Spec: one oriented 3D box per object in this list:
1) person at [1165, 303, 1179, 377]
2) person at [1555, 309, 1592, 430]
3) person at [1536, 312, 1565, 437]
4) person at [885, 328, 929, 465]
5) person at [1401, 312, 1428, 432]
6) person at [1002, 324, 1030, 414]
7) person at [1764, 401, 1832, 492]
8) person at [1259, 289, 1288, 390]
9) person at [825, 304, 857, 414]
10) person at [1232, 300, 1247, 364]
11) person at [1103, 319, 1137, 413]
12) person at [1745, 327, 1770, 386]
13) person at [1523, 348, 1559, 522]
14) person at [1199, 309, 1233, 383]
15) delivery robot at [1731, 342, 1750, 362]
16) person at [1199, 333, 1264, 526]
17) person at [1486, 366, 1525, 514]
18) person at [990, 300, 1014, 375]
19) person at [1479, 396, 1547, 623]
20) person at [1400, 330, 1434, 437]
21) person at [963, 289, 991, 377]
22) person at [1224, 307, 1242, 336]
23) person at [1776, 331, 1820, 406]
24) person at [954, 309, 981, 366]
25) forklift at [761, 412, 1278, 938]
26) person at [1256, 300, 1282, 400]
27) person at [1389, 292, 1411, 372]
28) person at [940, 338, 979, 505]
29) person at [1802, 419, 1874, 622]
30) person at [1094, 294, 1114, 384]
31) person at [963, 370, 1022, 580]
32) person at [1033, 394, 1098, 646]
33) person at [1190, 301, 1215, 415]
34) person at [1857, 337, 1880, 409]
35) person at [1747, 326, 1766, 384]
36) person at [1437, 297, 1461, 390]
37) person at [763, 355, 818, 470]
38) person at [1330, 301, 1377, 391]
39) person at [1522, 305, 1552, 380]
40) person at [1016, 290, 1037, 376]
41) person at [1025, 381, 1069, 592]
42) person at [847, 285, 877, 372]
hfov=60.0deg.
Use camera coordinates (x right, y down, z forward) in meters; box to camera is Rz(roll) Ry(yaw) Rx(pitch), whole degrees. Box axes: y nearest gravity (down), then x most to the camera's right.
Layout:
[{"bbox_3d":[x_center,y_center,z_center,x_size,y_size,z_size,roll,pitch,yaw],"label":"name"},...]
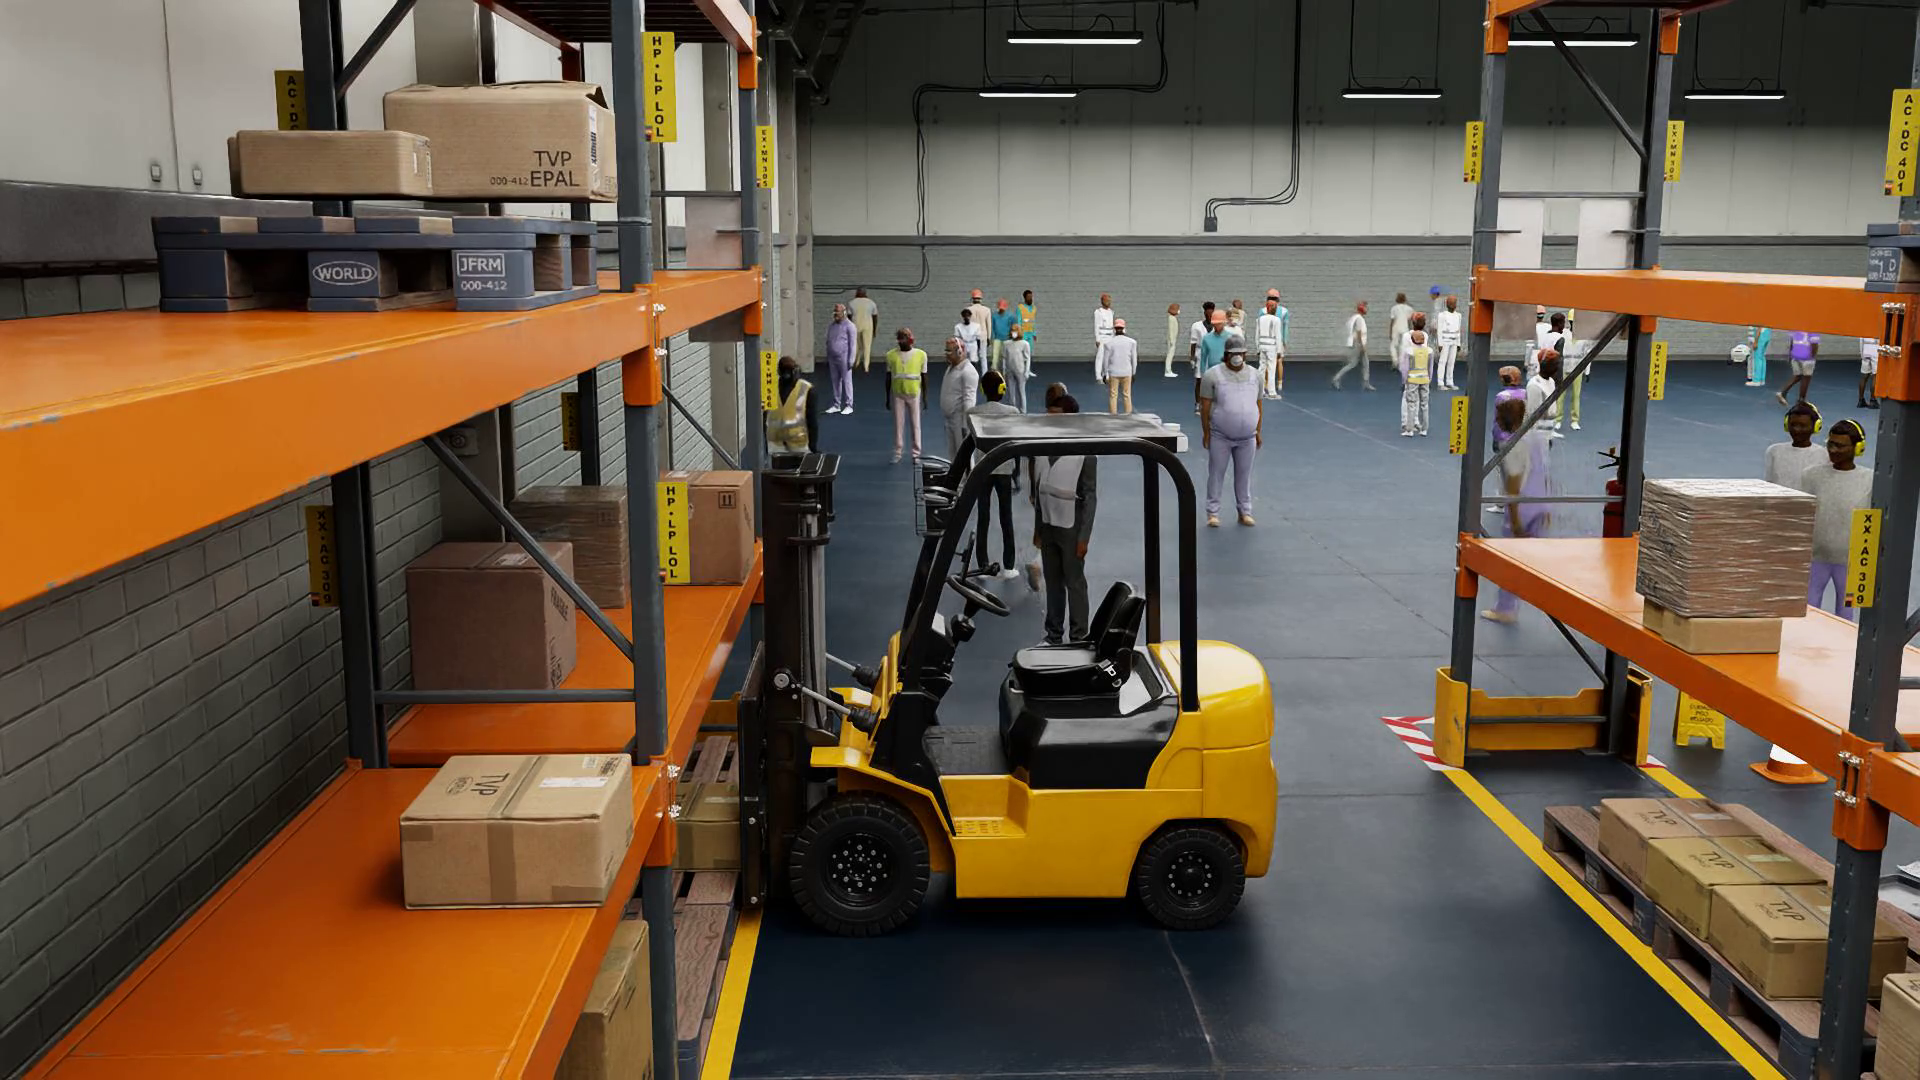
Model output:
[{"bbox_3d":[4.718,-4.431,36.911,0.279,1.627,0.499,2,10,13],"label":"person"},{"bbox_3d":[9.747,-2.717,26.510,0.586,1.928,0.369,3,11,14],"label":"person"},{"bbox_3d":[9.064,-2.526,25.504,0.397,1.911,0.588,-1,10,-7],"label":"person"},{"bbox_3d":[-0.703,-1.918,22.363,0.610,1.842,0.411,2,10,11],"label":"person"},{"bbox_3d":[7.192,-2.650,26.259,0.575,1.884,0.355,-9,14,-41],"label":"person"},{"bbox_3d":[0.921,-2.767,27.632,0.509,1.627,0.337,6,12,31],"label":"person"},{"bbox_3d":[5.929,-0.059,11.865,0.511,1.872,0.328,9,14,41],"label":"person"},{"bbox_3d":[6.296,-4.029,33.512,0.606,2.039,0.395,-1,10,-6],"label":"person"},{"bbox_3d":[-2.095,-3.144,28.934,0.650,1.913,0.409,8,13,39],"label":"person"},{"bbox_3d":[6.516,-4.829,39.118,0.509,1.630,0.316,-6,12,-29],"label":"person"},{"bbox_3d":[2.586,-2.713,26.998,0.563,1.742,0.338,0,10,-3],"label":"person"},{"bbox_3d":[16.608,-4.107,34.528,0.359,1.835,0.512,9,14,42],"label":"person"},{"bbox_3d":[6.122,-1.089,17.599,0.357,1.878,0.582,7,13,35],"label":"person"},{"bbox_3d":[3.925,-2.497,25.164,0.656,1.969,0.491,4,11,22],"label":"person"},{"bbox_3d":[18.929,-4.555,40.313,0.477,0.478,0.707,6,12,32],"label":"delivery robot"},{"bbox_3d":[2.879,-1.152,17.479,0.688,2.000,0.539,-1,10,-8],"label":"person"},{"bbox_3d":[6.054,-1.098,18.333,0.518,1.633,0.312,-6,12,-32],"label":"person"},{"bbox_3d":[0.918,-4.527,37.227,0.626,1.695,0.824,4,11,20],"label":"person"},{"bbox_3d":[4.448,-0.203,12.871,0.534,1.809,0.748,-9,13,-41],"label":"person"},{"bbox_3d":[7.019,-2.399,25.541,0.513,1.640,0.309,-2,10,-12],"label":"person"},{"bbox_3d":[0.351,-4.220,34.696,0.611,1.995,0.375,-2,10,-10],"label":"person"},{"bbox_3d":[4.352,-2.782,26.850,0.376,1.937,0.629,8,13,38],"label":"person"},{"bbox_3d":[14.999,-3.288,29.650,0.611,1.939,0.654,-2,10,-13],"label":"person"},{"bbox_3d":[0.143,-3.757,33.068,0.535,1.638,0.887,1,10,4],"label":"person"},{"bbox_3d":[0.291,0.548,7.580,2.313,2.155,1.214,0,10,-2],"label":"forklift"},{"bbox_3d":[5.872,-3.611,31.610,0.359,1.886,0.573,-8,13,-37],"label":"person"},{"bbox_3d":[10.070,-4.751,38.104,0.509,1.831,0.396,-1,10,-4],"label":"person"},{"bbox_3d":[-0.033,-1.356,19.013,0.396,1.901,0.652,-4,11,-23],"label":"person"},{"bbox_3d":[5.637,0.151,10.716,0.521,1.864,0.334,7,12,35],"label":"person"},{"bbox_3d":[3.055,-4.232,35.077,0.356,1.882,0.574,9,14,42],"label":"person"},{"bbox_3d":[0.291,-0.571,14.741,0.521,1.864,0.334,1,10,5],"label":"person"},{"bbox_3d":[0.743,-0.080,11.842,0.392,1.922,0.592,-8,13,-37],"label":"person"},{"bbox_3d":[4.283,-3.134,28.722,0.616,1.964,0.361,0,10,-1],"label":"person"},{"bbox_3d":[16.411,-3.317,29.828,0.361,1.935,0.553,-3,11,-16],"label":"person"},{"bbox_3d":[16.891,-4.225,35.177,0.404,1.833,0.590,1,10,7],"label":"person"},{"bbox_3d":[9.878,-3.961,33.571,0.575,1.883,0.355,-5,12,-28],"label":"person"},{"bbox_3d":[-1.791,-1.067,17.672,0.624,1.814,0.841,2,10,8],"label":"person"},{"bbox_3d":[7.943,-3.899,33.425,0.860,1.815,0.579,4,11,21],"label":"person"},{"bbox_3d":[9.832,-3.049,28.364,0.542,1.927,0.381,-4,11,-21],"label":"person"},{"bbox_3d":[1.467,-4.589,36.964,0.399,1.920,0.589,10,14,44],"label":"person"},{"bbox_3d":[0.777,-0.440,14.165,0.524,1.813,0.758,7,13,36],"label":"person"},{"bbox_3d":[-2.282,-4.944,38.602,0.695,2.000,1.041,-1,10,-4],"label":"person"}]
